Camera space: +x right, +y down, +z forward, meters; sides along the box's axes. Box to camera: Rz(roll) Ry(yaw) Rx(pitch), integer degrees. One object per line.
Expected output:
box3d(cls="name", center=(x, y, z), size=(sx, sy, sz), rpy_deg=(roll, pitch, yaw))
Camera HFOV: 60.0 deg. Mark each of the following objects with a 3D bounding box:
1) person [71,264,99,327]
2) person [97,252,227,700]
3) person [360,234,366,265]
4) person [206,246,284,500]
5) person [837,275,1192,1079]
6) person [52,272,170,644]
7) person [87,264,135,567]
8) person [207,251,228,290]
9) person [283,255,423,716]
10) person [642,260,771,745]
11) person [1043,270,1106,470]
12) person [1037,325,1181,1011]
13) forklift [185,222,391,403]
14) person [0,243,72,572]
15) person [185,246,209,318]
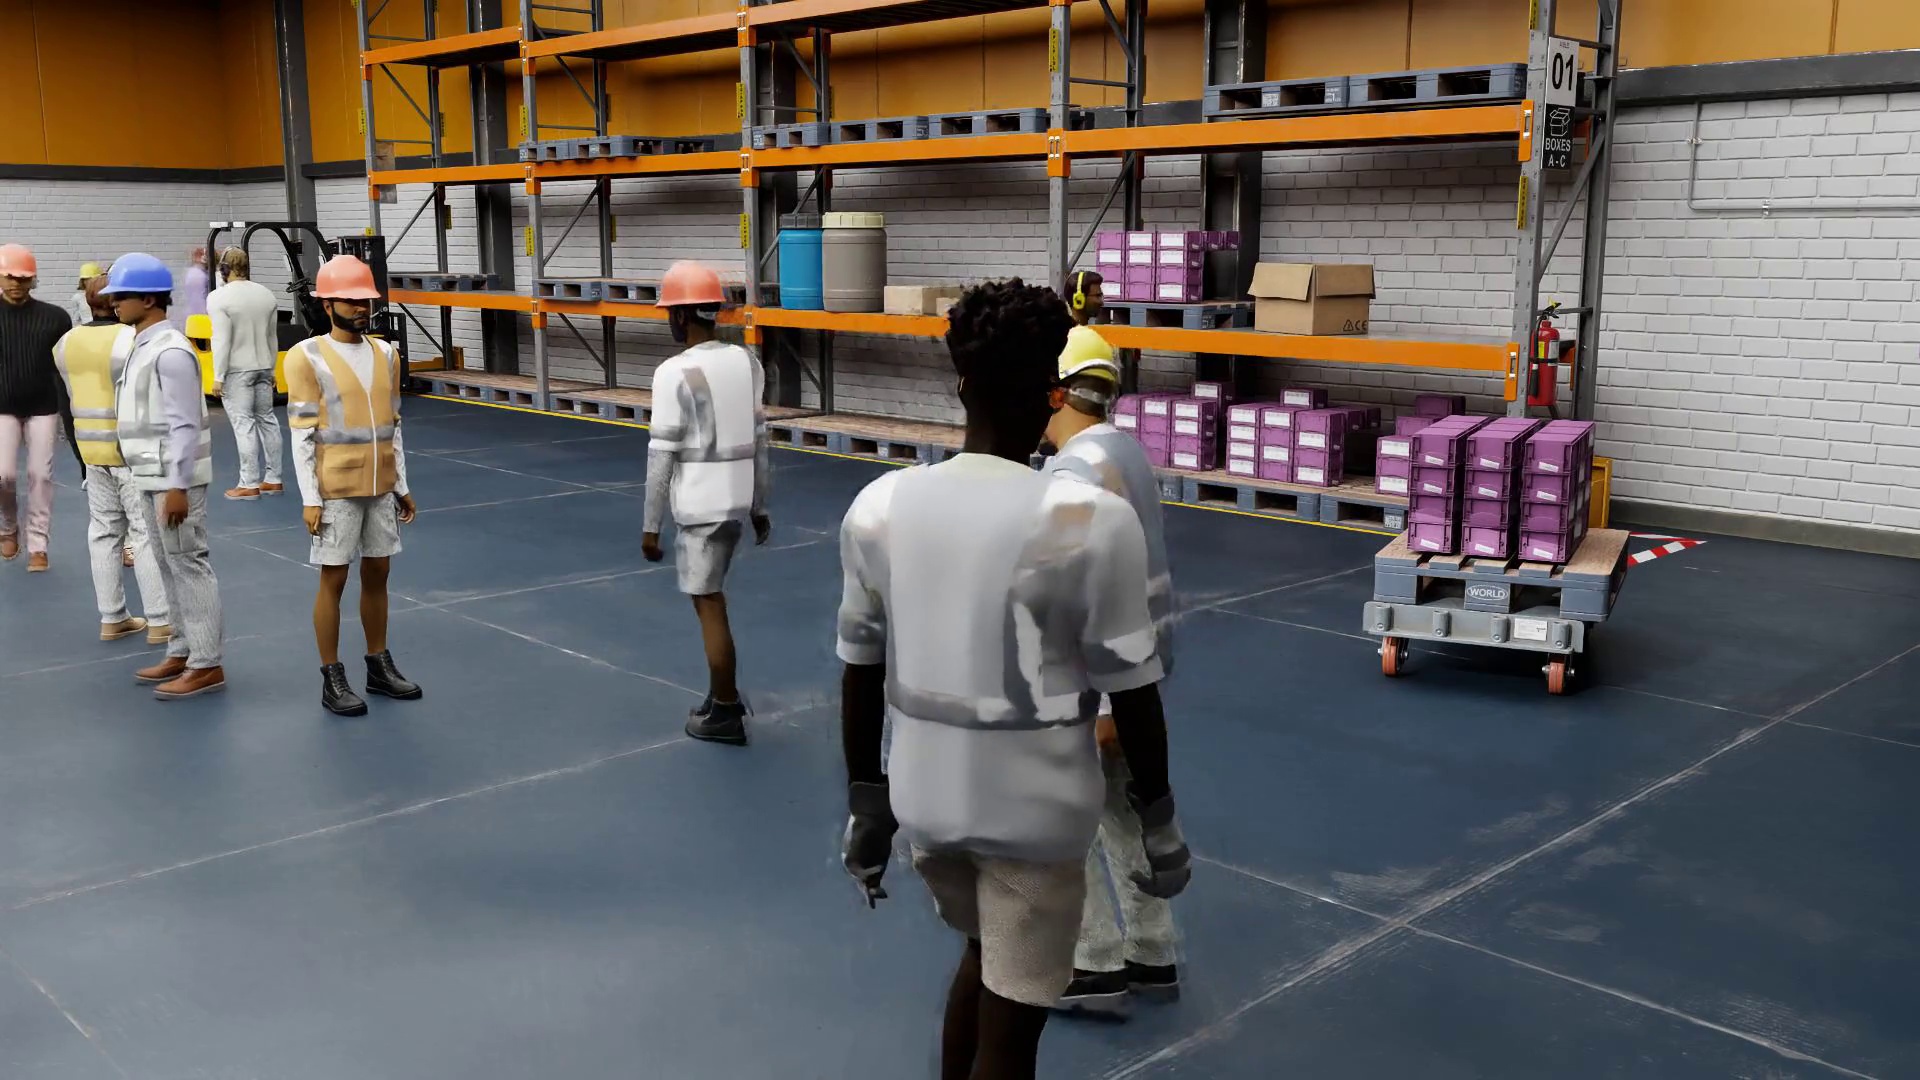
box3d(cls="person", center=(-9.661, -2.226, 18.625), size=(0.491, 1.696, 0.901), rpy_deg=(-3, 11, -17))
box3d(cls="person", center=(-3.499, -0.278, 7.313), size=(0.402, 1.945, 0.612), rpy_deg=(-8, 13, -37))
box3d(cls="person", center=(-8.399, -3.296, 23.534), size=(0.392, 2.035, 0.605), rpy_deg=(-3, 11, -15))
box3d(cls="person", center=(-5.487, -1.273, 12.764), size=(0.371, 1.939, 0.629), rpy_deg=(4, 11, 22))
box3d(cls="person", center=(0.124, 0.482, 3.159), size=(0.621, 1.943, 0.576), rpy_deg=(8, 13, 38))
box3d(cls="person", center=(-4.139, -0.402, 8.279), size=(0.620, 1.845, 0.429), rpy_deg=(3, 11, 17))
box3d(cls="person", center=(-5.071, -0.777, 10.249), size=(0.325, 1.872, 0.520), rpy_deg=(5, 11, 23))
box3d(cls="person", center=(-11.140, -3.464, 25.065), size=(0.588, 1.831, 0.965), rpy_deg=(-1, 10, -6))
box3d(cls="person", center=(-2.570, -0.234, 7.100), size=(0.359, 1.939, 0.542), rpy_deg=(7, 12, 32))
box3d(cls="person", center=(-1.049, -0.137, 6.617), size=(0.532, 1.919, 0.575), rpy_deg=(6, 12, 32))
box3d(cls="person", center=(0.709, -0.681, 9.881), size=(1.001, 1.816, 0.502), rpy_deg=(3, 11, 14))
box3d(cls="person", center=(0.367, 0.337, 4.386), size=(0.538, 1.790, 0.612), rpy_deg=(5, 11, 24))
box3d(cls="forklift", center=(-8.169, -2.758, 20.163), size=(2.313, 2.155, 1.214), rpy_deg=(-10, 14, -44))
box3d(cls="person", center=(-5.644, -0.786, 10.005), size=(0.616, 1.973, 0.489), rpy_deg=(-6, 12, -30))
box3d(cls="person", center=(-9.498, -2.745, 20.921), size=(0.439, 1.888, 0.666), rpy_deg=(-5, 11, -24))
